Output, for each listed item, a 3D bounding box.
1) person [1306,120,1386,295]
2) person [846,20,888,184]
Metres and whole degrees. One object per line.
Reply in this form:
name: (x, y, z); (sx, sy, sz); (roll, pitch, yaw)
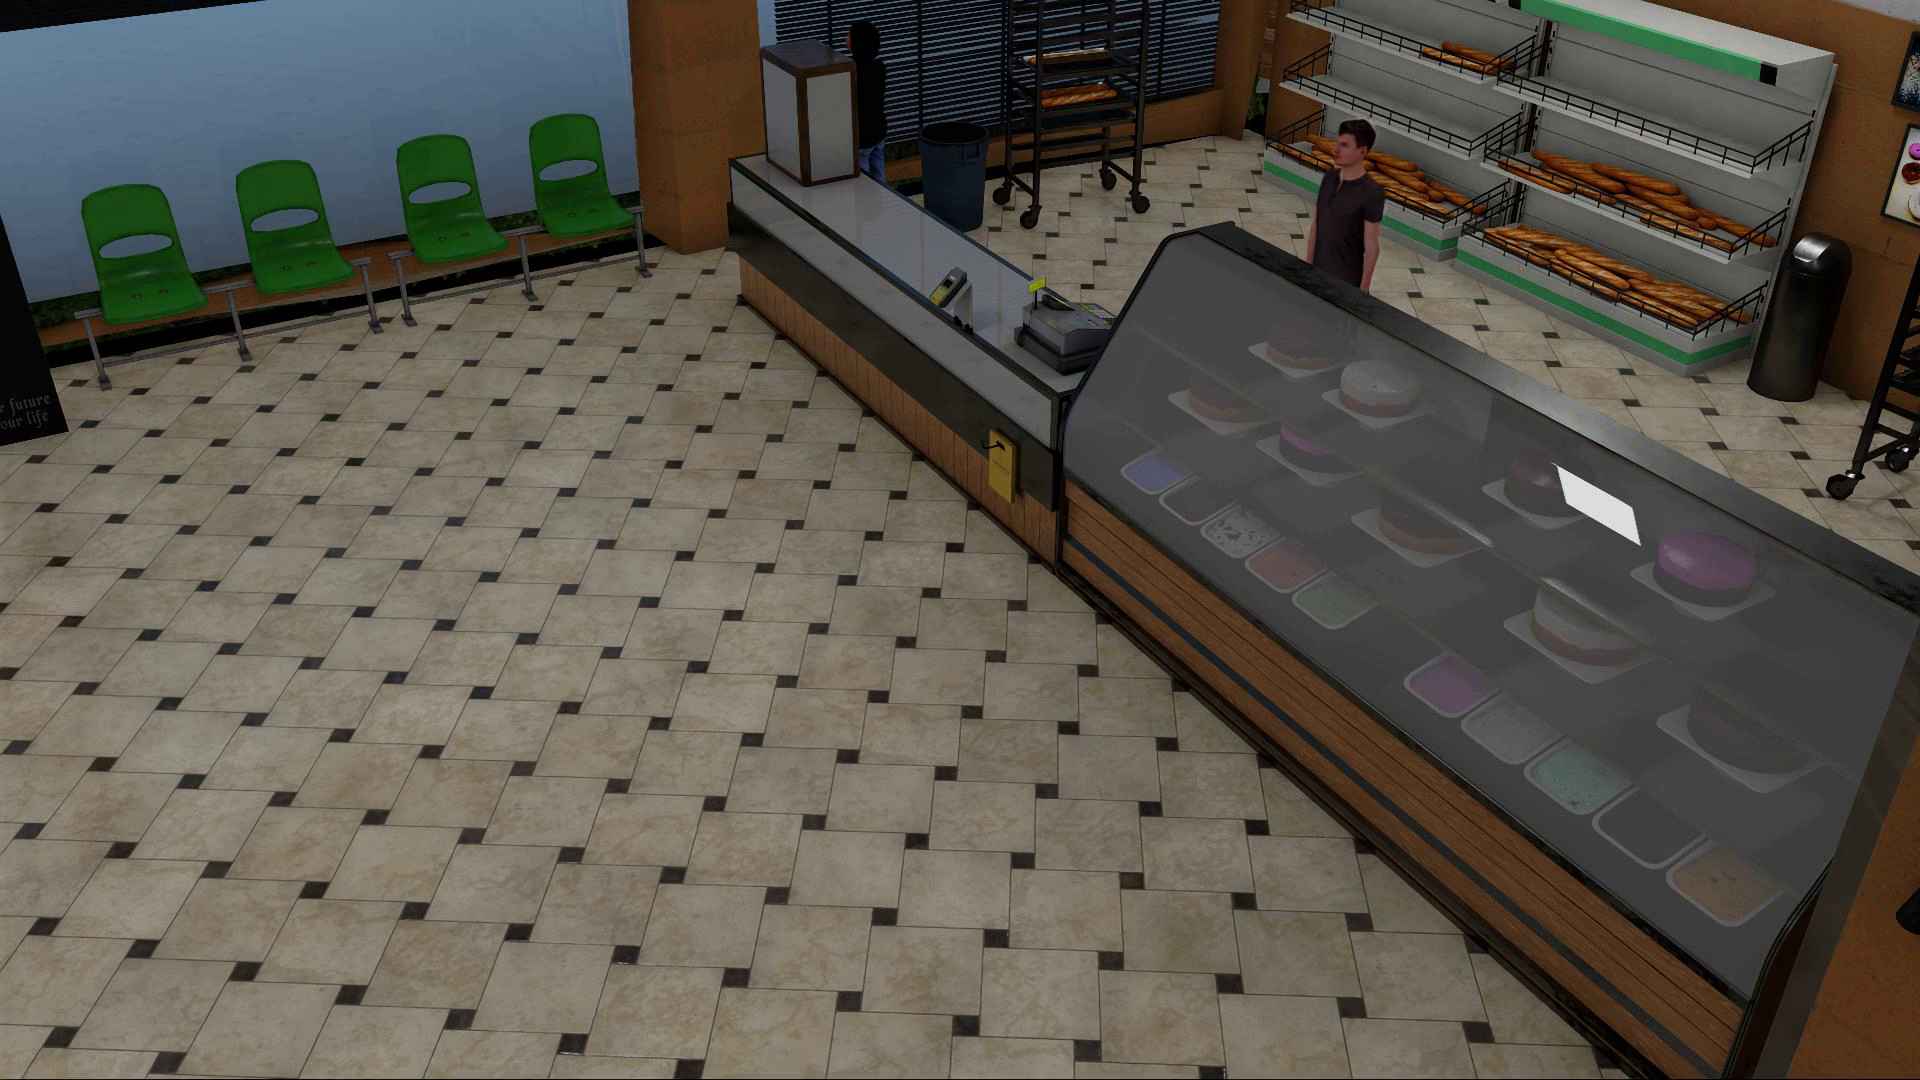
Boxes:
person: (2.131, -1.448, 9.320); (0.514, 1.850, 0.644); (-17, 36, -25)
person: (-0.656, -2.755, 11.562); (0.717, 1.701, 0.621); (17, 36, 25)
